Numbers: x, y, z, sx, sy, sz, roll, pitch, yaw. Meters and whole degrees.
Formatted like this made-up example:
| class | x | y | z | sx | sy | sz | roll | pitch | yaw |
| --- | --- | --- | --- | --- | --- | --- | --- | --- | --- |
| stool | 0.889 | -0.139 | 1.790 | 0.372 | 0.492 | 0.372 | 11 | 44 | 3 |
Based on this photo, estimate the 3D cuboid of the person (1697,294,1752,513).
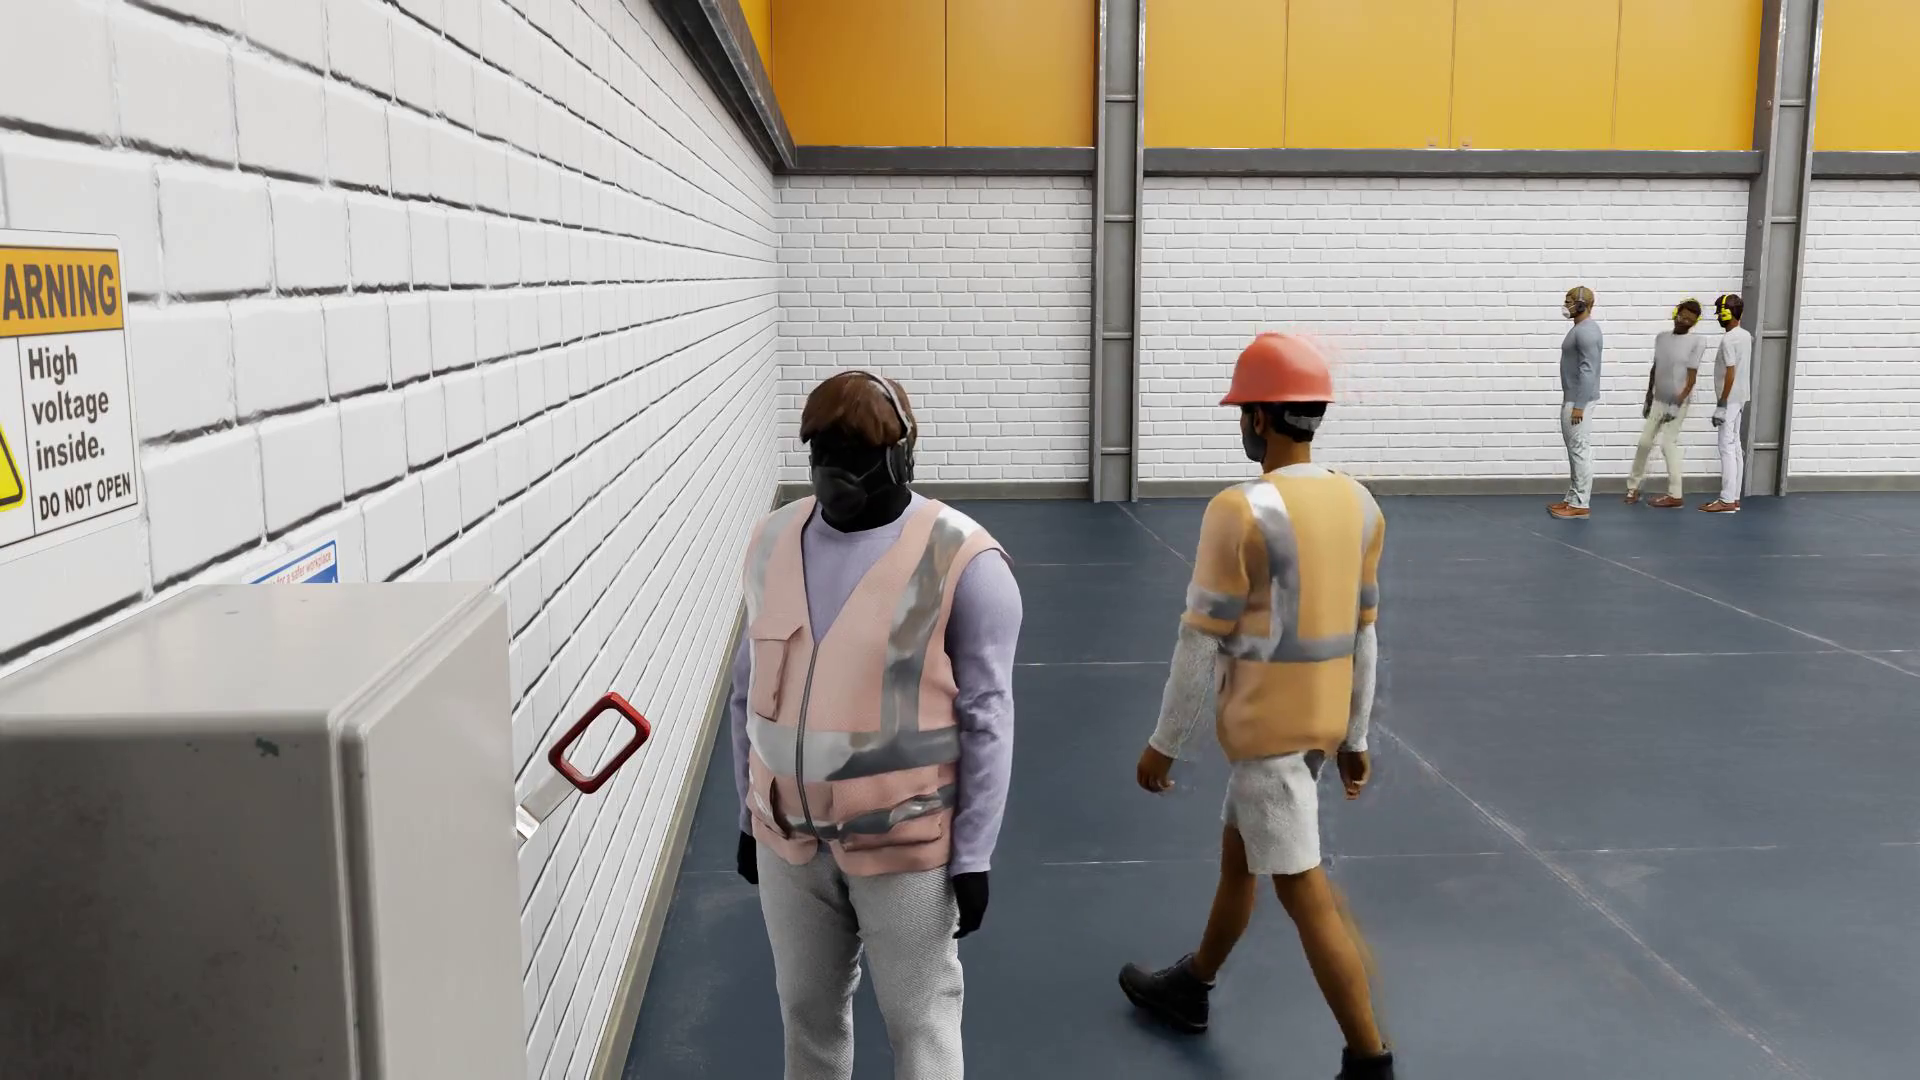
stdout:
| class | x | y | z | sx | sy | sz | roll | pitch | yaw |
| --- | --- | --- | --- | --- | --- | --- | --- | --- | --- |
| person | 6.541 | -1.158 | 14.188 | 0.333 | 1.865 | 0.520 | 8 | 12 | 40 |

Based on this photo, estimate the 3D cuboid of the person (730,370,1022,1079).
| class | x | y | z | sx | sy | sz | roll | pitch | yaw |
| --- | --- | --- | --- | --- | --- | --- | --- | --- | --- |
| person | -0.201 | 0.586 | 3.311 | 0.622 | 1.843 | 0.429 | 5 | 10 | 27 |

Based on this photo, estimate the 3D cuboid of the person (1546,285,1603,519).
| class | x | y | z | sx | sy | sz | roll | pitch | yaw |
| --- | --- | --- | --- | --- | --- | --- | --- | --- | --- |
| person | 5.141 | -1.144 | 13.860 | 0.357 | 1.938 | 0.637 | 2 | 9 | 15 |

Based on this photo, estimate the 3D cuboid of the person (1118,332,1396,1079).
| class | x | y | z | sx | sy | sz | roll | pitch | yaw |
| --- | --- | --- | --- | --- | --- | --- | --- | --- | --- |
| person | 0.770 | 0.441 | 4.080 | 0.559 | 1.887 | 0.993 | -8 | 12 | -41 |

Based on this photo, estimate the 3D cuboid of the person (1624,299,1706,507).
| class | x | y | z | sx | sy | sz | roll | pitch | yaw |
| --- | --- | --- | --- | --- | --- | --- | --- | --- | --- |
| person | 6.163 | -1.195 | 14.549 | 0.383 | 1.821 | 0.629 | -4 | 10 | -25 |
